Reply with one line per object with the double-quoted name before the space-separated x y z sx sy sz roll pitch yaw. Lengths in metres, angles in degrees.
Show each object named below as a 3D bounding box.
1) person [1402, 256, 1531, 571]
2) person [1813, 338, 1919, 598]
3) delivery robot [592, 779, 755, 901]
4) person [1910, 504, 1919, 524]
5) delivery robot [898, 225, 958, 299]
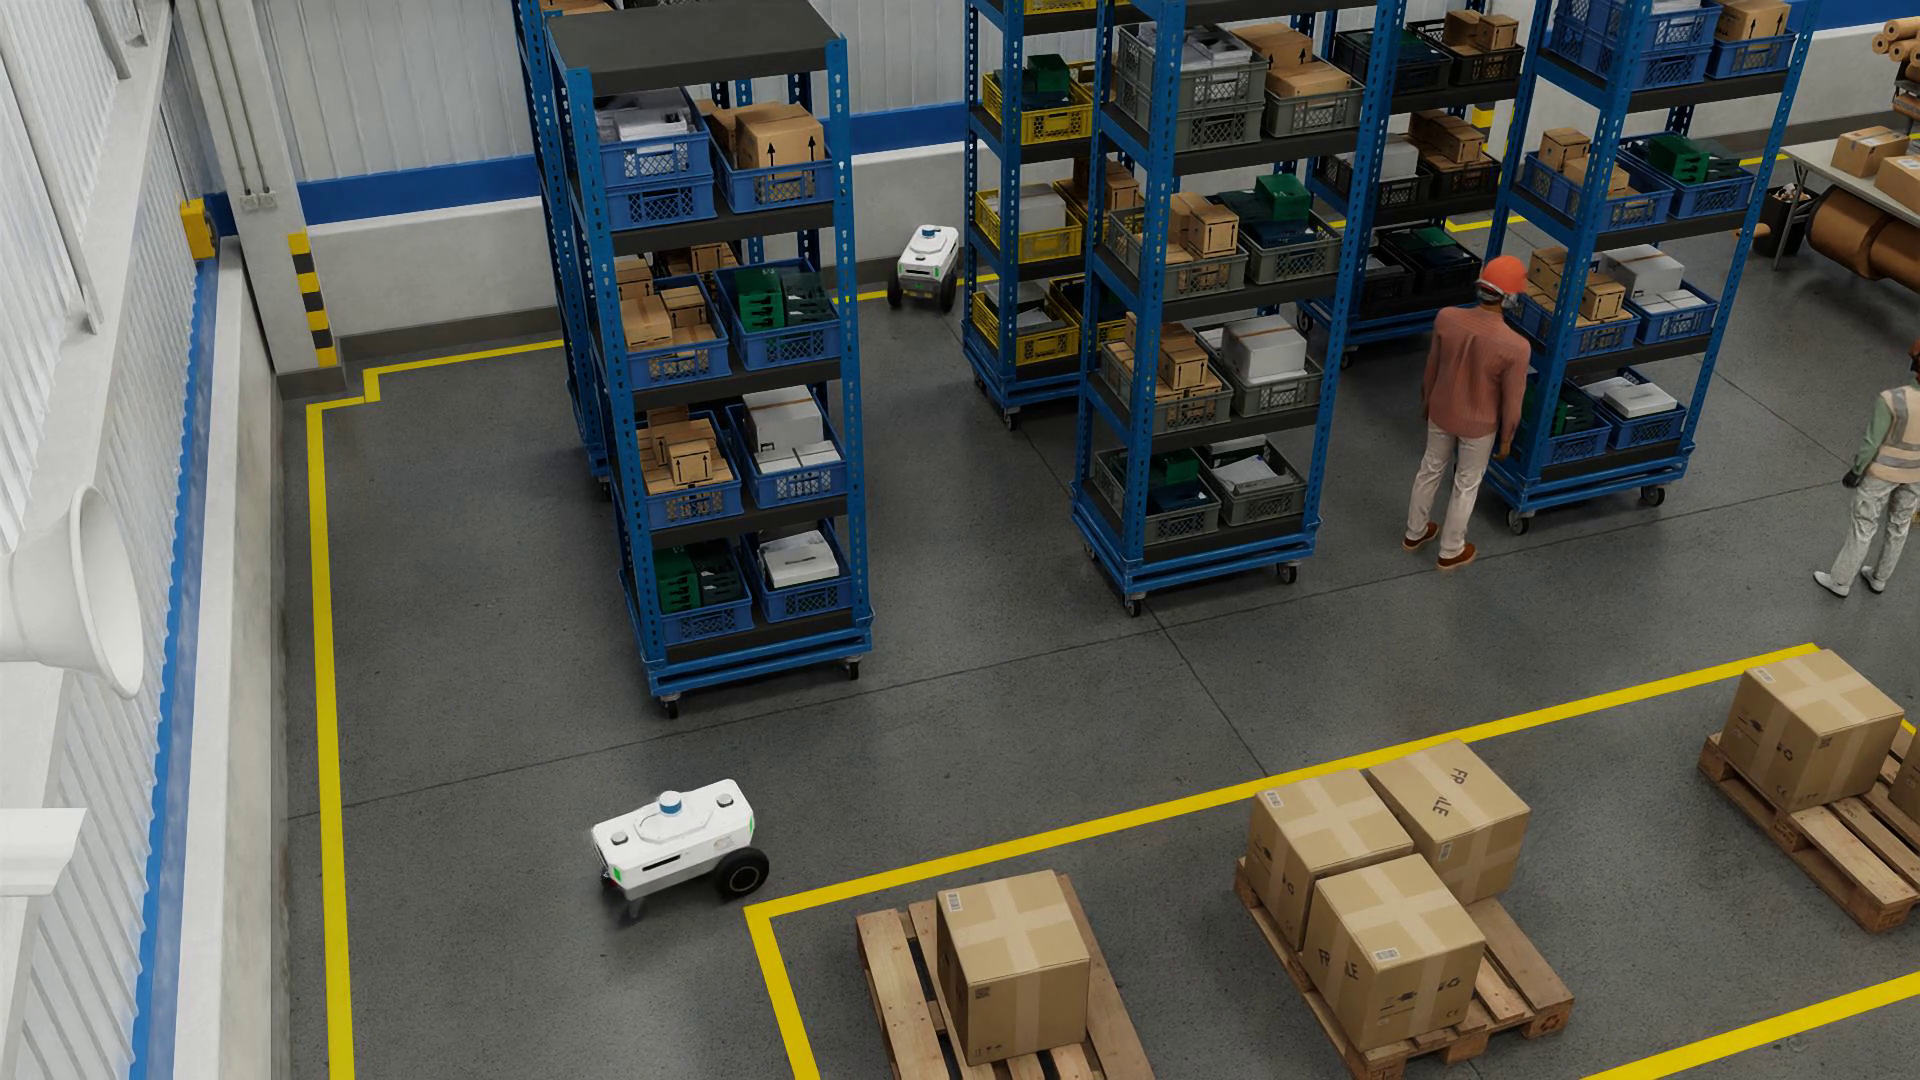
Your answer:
"person" 2.933 -0.712 9.575 0.409 1.980 0.621 -29 45 -35
"person" 5.273 -0.389 9.403 0.512 1.639 0.312 -4 35 -5
"delivery robot" -1.331 1.378 7.755 0.707 0.478 0.477 -17 39 -23
"person" 6.374 -0.865 9.955 0.937 1.795 0.665 4 35 5
"delivery robot" -0.240 -2.188 12.810 0.477 0.478 0.707 7 36 10
